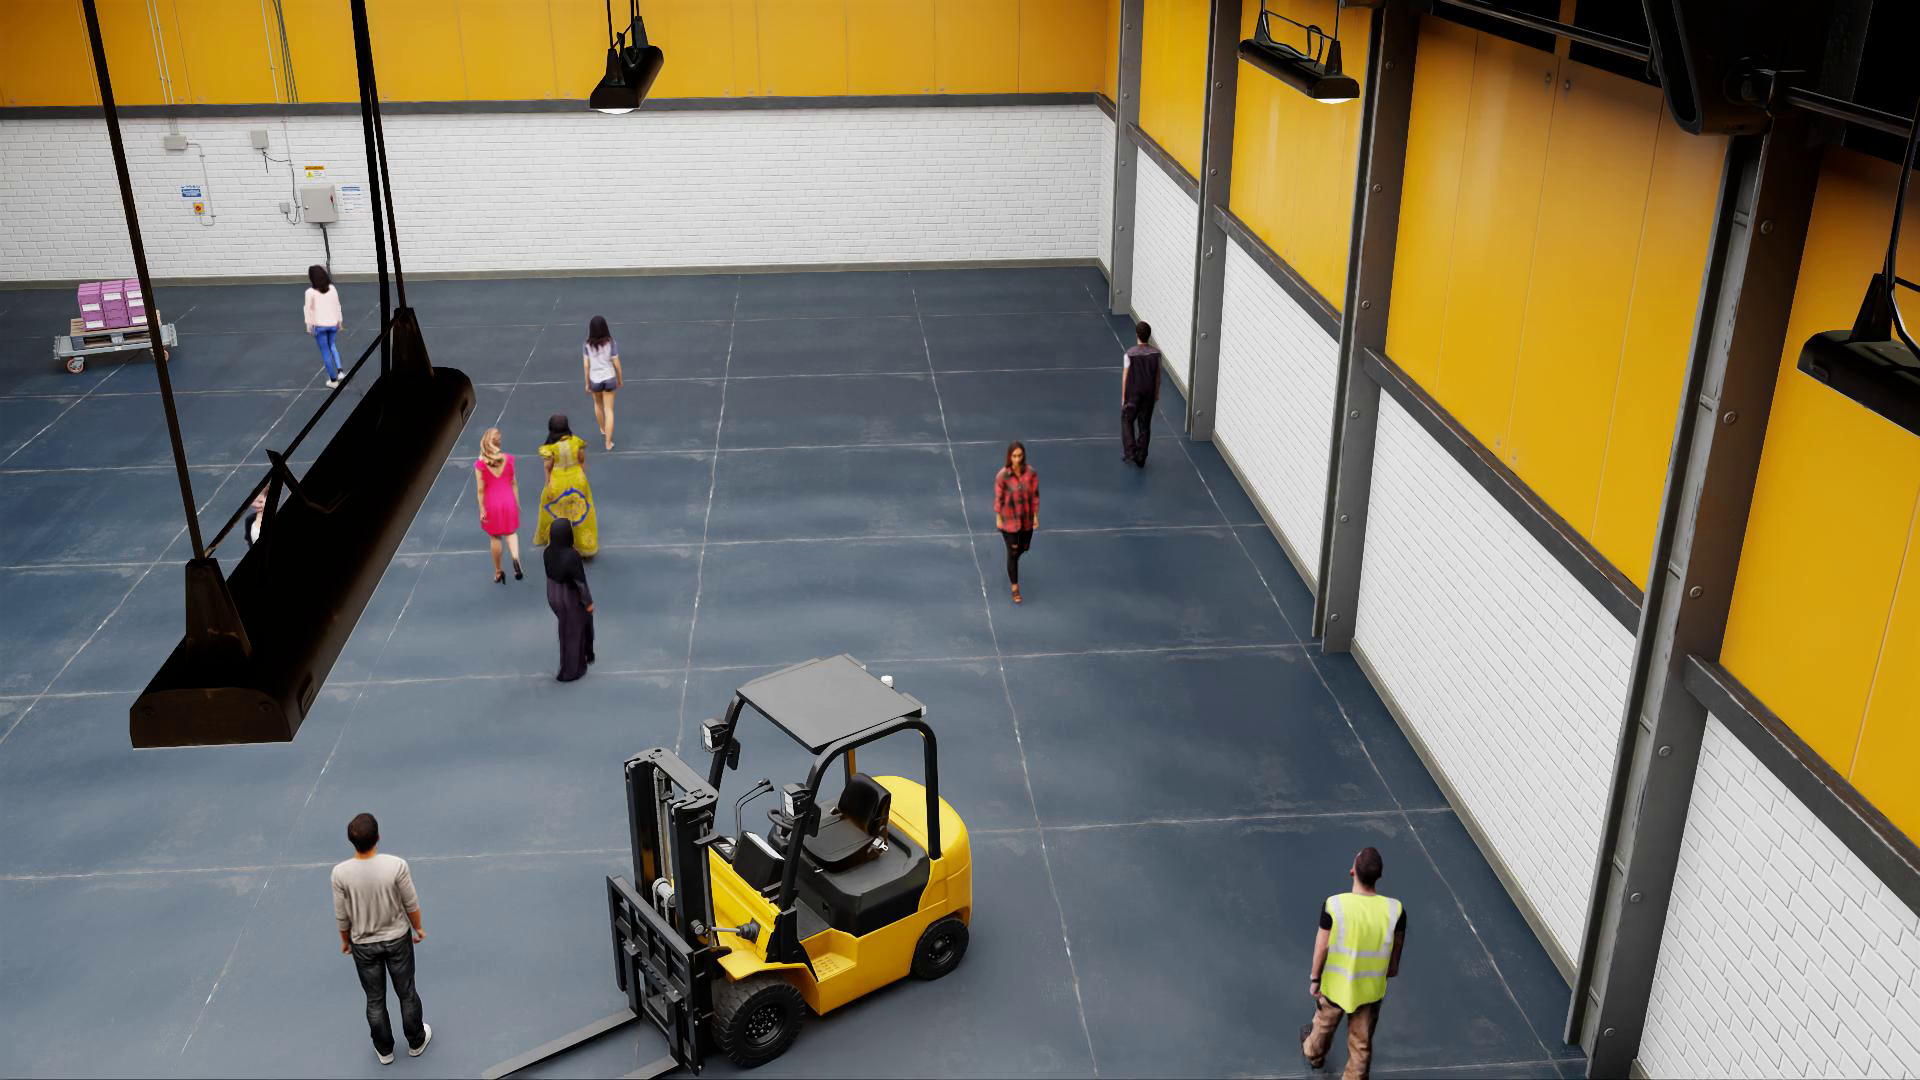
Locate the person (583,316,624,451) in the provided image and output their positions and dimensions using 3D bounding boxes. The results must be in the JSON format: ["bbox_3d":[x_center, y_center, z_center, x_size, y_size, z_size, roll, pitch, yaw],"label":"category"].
[{"bbox_3d":[-4.542,-1.969,21.124,0.605,1.704,0.981,-2,24,-4],"label":"person"}]

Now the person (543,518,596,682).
[{"bbox_3d":[-3.708,0.559,15.456,0.861,1.611,0.922,18,30,36],"label":"person"}]

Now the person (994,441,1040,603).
[{"bbox_3d":[0.578,-0.242,17.204,0.732,1.680,1.060,-6,24,-14],"label":"person"}]

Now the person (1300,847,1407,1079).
[{"bbox_3d":[2.413,2.753,10.181,0.805,1.817,1.016,1,24,3],"label":"person"}]

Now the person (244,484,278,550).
[{"bbox_3d":[-6.635,0.240,16.088,0.666,1.691,0.614,2,24,5],"label":"person"}]

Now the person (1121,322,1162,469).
[{"bbox_3d":[2.249,-1.751,20.459,0.640,1.837,0.597,-2,24,-4],"label":"person"}]

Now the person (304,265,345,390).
[{"bbox_3d":[-8.869,-2.969,23.347,0.812,1.756,0.760,20,31,38],"label":"person"}]

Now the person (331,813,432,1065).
[{"bbox_3d":[-3.711,2.548,10.656,0.705,1.811,0.601,-7,24,-15],"label":"person"}]

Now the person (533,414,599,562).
[{"bbox_3d":[-4.216,-0.538,17.938,1.041,1.633,1.148,-15,28,-30],"label":"person"}]

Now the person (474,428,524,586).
[{"bbox_3d":[-4.758,-0.310,17.325,0.786,1.708,0.911,-15,28,-30],"label":"person"}]
